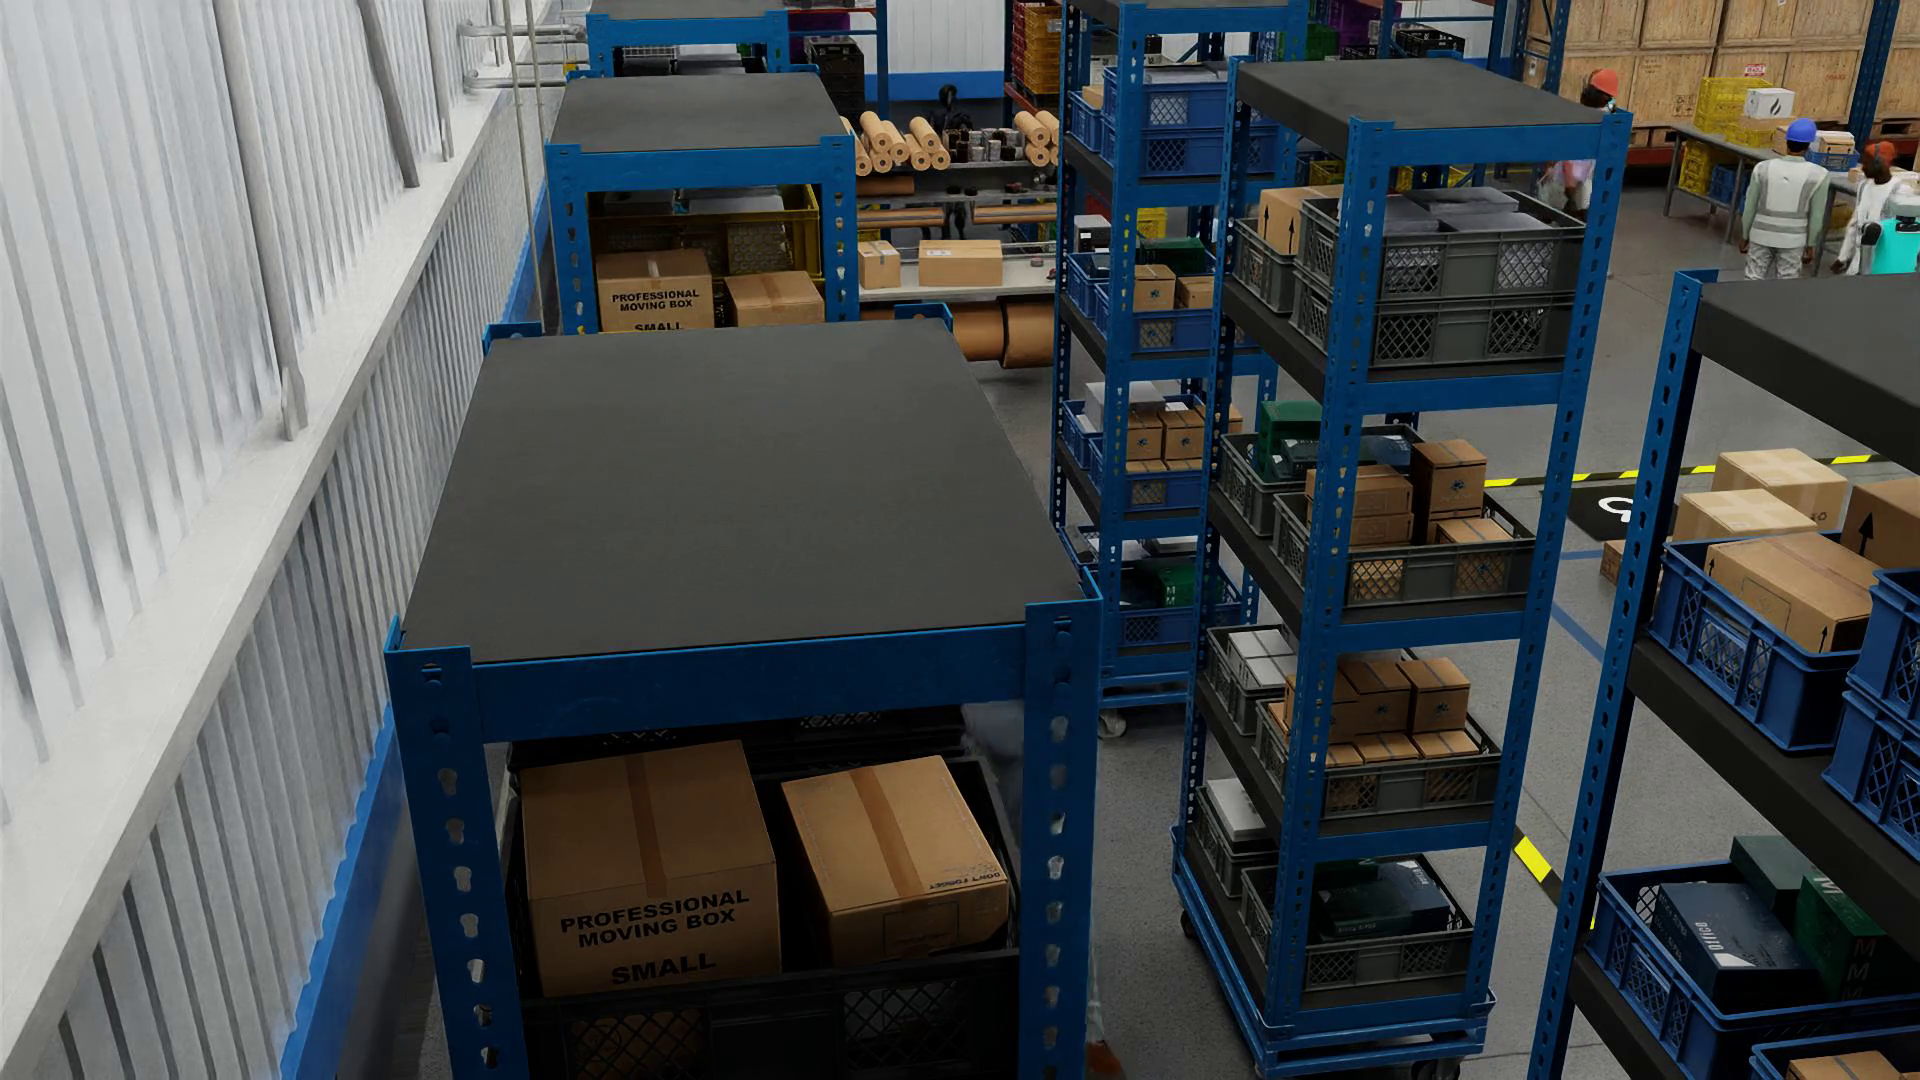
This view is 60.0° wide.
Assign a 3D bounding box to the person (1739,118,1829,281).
[{"bbox_3d":[6.727,-2.477,13.674,0.603,1.948,0.401,17,29,32],"label":"person"}]

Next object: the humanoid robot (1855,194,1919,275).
[{"bbox_3d":[6.624,-1.539,11.726,0.533,1.677,0.735,1,25,2],"label":"humanoid robot"}]

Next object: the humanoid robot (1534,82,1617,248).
[{"bbox_3d":[5.988,-3.678,16.443,0.731,1.709,0.531,-2,25,-3],"label":"humanoid robot"}]

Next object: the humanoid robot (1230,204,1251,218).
[{"bbox_3d":[2.809,-3.912,17.089,0.531,1.839,0.641,-10,26,-20],"label":"humanoid robot"}]

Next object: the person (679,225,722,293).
[{"bbox_3d":[-1.855,-1.475,11.475,0.605,1.966,0.374,17,29,32],"label":"person"}]

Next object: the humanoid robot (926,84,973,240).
[{"bbox_3d":[-0.110,-3.749,16.750,0.609,1.650,0.309,12,27,24],"label":"humanoid robot"}]

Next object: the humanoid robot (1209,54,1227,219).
[{"bbox_3d":[2.617,-4.265,17.823,0.544,1.777,0.805,9,26,19],"label":"humanoid robot"}]

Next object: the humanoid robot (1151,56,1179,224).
[{"bbox_3d":[2.001,-4.179,17.625,0.723,1.781,0.540,-17,29,-32],"label":"humanoid robot"}]

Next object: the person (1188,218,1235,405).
[{"bbox_3d":[1.679,-1.241,11.101,0.384,1.849,0.596,-4,25,-9],"label":"person"}]

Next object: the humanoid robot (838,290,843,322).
[{"bbox_3d":[-0.973,-1.227,11.268,0.365,1.648,0.601,14,28,28],"label":"humanoid robot"}]

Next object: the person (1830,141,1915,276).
[{"bbox_3d":[7.266,-2.225,13.234,0.606,1.854,0.613,-5,25,-10],"label":"person"}]

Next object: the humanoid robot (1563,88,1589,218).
[{"bbox_3d":[6.276,-3.688,16.663,0.609,1.640,0.503,-8,26,-16],"label":"humanoid robot"}]

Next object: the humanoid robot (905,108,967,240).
[{"bbox_3d":[-0.269,-3.263,15.703,0.600,1.638,0.511,-8,26,-16],"label":"humanoid robot"}]

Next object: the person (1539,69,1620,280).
[{"bbox_3d":[5.900,-3.490,15.859,0.618,1.965,1.045,-13,28,-27],"label":"person"}]

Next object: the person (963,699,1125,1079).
[{"bbox_3d":[0.275,1.098,5.968,0.640,1.893,0.919,-12,27,-25],"label":"person"}]

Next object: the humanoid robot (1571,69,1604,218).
[{"bbox_3d":[6.668,-4.124,17.568,0.339,1.650,0.590,12,27,25],"label":"humanoid robot"}]
